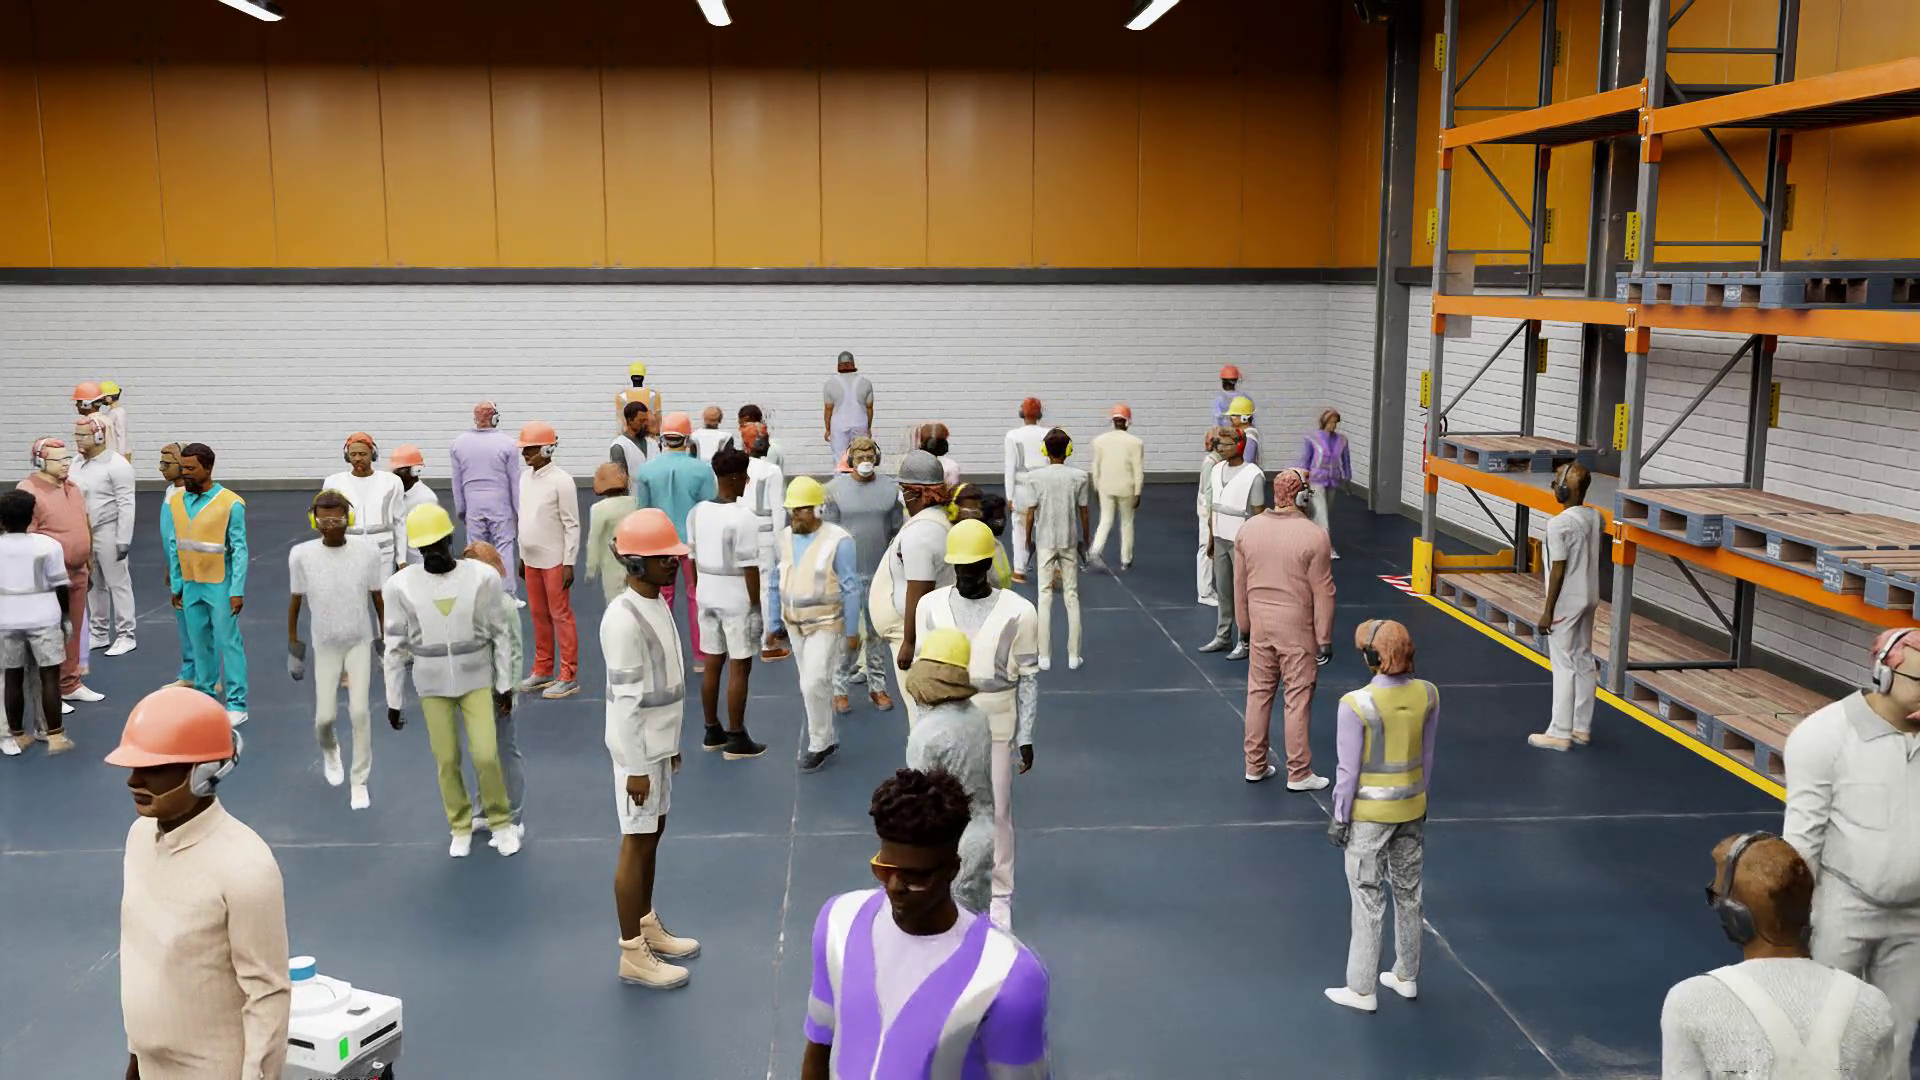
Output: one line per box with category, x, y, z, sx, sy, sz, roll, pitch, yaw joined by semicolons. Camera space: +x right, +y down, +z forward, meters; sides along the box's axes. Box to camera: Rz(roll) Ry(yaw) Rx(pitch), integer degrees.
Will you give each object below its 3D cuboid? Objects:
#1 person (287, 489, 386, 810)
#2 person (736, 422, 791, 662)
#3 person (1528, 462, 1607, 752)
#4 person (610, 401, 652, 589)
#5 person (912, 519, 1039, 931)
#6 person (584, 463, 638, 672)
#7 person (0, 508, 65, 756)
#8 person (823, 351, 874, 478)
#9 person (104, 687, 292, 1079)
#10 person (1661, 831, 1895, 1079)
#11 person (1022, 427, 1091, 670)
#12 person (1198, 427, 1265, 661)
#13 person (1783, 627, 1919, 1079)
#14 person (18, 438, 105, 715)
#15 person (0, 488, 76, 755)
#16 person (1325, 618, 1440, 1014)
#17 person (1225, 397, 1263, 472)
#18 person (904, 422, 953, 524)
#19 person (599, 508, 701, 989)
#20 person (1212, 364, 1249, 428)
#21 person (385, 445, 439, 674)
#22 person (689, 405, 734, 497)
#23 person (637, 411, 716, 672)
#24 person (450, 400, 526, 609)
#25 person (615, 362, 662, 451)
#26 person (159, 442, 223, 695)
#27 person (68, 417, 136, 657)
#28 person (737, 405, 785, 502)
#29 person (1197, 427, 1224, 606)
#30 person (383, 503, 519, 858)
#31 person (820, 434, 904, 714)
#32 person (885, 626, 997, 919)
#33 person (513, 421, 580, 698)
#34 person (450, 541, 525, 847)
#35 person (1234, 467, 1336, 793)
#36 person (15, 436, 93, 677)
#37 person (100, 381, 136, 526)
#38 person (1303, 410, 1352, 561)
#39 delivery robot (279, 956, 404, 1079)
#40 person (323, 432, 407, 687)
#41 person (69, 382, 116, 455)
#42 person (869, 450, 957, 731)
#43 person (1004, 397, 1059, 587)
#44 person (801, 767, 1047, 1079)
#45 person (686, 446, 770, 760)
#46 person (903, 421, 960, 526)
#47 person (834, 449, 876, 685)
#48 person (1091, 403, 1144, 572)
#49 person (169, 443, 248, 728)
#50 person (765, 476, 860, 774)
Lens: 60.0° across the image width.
person;-3.544;0.600;9.516;0.579;1.843;0.550;-4;10;-22
person;-1.612;0.016;13.057;0.574;1.881;0.358;5;10;28
person;3.878;0.425;10.602;0.507;1.847;0.351;-6;11;-34
person;-2.920;-0.282;14.820;0.370;1.915;0.597;2;9;14
person;0.060;0.855;7.643;0.594;1.926;0.366;2;9;15
person;-2.606;0.225;12.589;0.404;1.617;0.498;5;10;27
person;-5.959;0.533;10.571;0.310;1.638;0.523;5;10;30
person;-1.501;-1.514;22.167;0.674;2.000;0.535;-2;9;-13
person;-1.965;1.353;4.302;0.612;1.997;0.375;6;11;33
person;1.813;1.561;3.638;0.560;1.805;0.882;0;9;-3
person;0.741;0.069;12.780;0.530;1.864;0.313;-1;9;-4
person;2.176;0.020;13.139;0.373;1.843;0.571;-6;11;-31
person;3.062;1.213;5.531;0.663;1.896;0.402;0;9;-1
person;-6.255;0.240;11.570;0.403;1.906;0.652;1;9;5
person;-5.880;0.519;10.492;0.538;1.697;0.317;-2;9;-11
person;1.740;1.129;6.836;0.512;1.637;0.307;-5;10;-29
person;2.818;-0.516;16.600;0.404;1.824;0.585;1;9;8
person;-0.217;-0.056;13.706;0.500;1.824;0.632;0;9;1
person;-1.320;0.877;7.142;0.379;2.045;0.605;0;9;2
person;3.377;-1.210;20.628;0.547;1.925;0.577;-5;10;-29
person;-4.168;0.145;12.649;0.345;1.747;0.573;-8;12;-43
person;-2.700;-0.649;18.052;0.521;1.624;0.471;1;9;7
person;-2.139;0.019;12.678;0.613;1.995;0.390;1;9;6
person;-4.226;-0.304;14.985;0.651;1.907;0.409;1;9;5
person;-4.066;-1.288;21.105;0.584;1.927;0.367;-2;9;-14
person;-5.527;0.219;11.894;0.505;1.846;0.346;7;11;36
person;-6.869;-0.028;13.249;0.636;1.911;0.405;4;10;24
person;-1.885;-0.257;14.761;0.861;1.878;0.615;-7;12;-39
person;2.332;-0.223;15.302;0.313;1.643;0.513;3;10;18
person;-2.624;0.734;8.518;0.611;1.886;0.558;-3;9;-16
person;-0.671;0.232;11.518;0.634;1.937;0.355;-3;10;-20
person;-0.038;1.194;6.178;0.410;1.723;0.645;4;10;26
person;-2.984;0.135;11.949;0.625;1.992;0.389;8;12;40
person;-2.517;0.808;8.847;0.499;1.636;0.285;7;11;38
person;1.931;0.521;9.806;0.651;1.906;0.401;9;13;43
person;-6.753;0.140;12.432;0.356;1.838;0.503;9;13;44
person;-10.159;-1.030;20.022;0.339;1.761;0.524;-7;12;-39
person;3.924;-0.618;17.934;0.515;1.592;0.878;-3;9;-17
delivery robot;-2.370;1.752;6.014;0.707;0.478;0.477;4;10;23
person;-4.372;0.142;12.259;0.578;1.882;0.346;-3;10;-18
person;-8.405;-0.542;16.204;0.390;1.992;0.624;-2;9;-12
person;-0.256;0.493;9.565;0.538;2.000;0.683;2;9;14
person;0.725;-0.456;16.140;0.577;1.854;0.823;-3;10;-18
person;-0.088;1.455;3.876;0.622;1.967;0.729;6;11;34
person;-1.451;0.388;10.459;0.612;1.962;0.365;8;12;40
person;-0.286;-0.169;14.615;0.563;1.752;0.324;2;9;14
person;-0.759;0.193;12.336;0.339;1.754;0.563;0;9;-3
person;1.588;-0.528;16.958;0.574;1.729;0.682;4;10;21
person;-5.027;0.301;11.150;0.591;1.919;0.392;3;9;17
person;-0.945;0.515;10.132;0.614;1.808;0.607;7;11;36
